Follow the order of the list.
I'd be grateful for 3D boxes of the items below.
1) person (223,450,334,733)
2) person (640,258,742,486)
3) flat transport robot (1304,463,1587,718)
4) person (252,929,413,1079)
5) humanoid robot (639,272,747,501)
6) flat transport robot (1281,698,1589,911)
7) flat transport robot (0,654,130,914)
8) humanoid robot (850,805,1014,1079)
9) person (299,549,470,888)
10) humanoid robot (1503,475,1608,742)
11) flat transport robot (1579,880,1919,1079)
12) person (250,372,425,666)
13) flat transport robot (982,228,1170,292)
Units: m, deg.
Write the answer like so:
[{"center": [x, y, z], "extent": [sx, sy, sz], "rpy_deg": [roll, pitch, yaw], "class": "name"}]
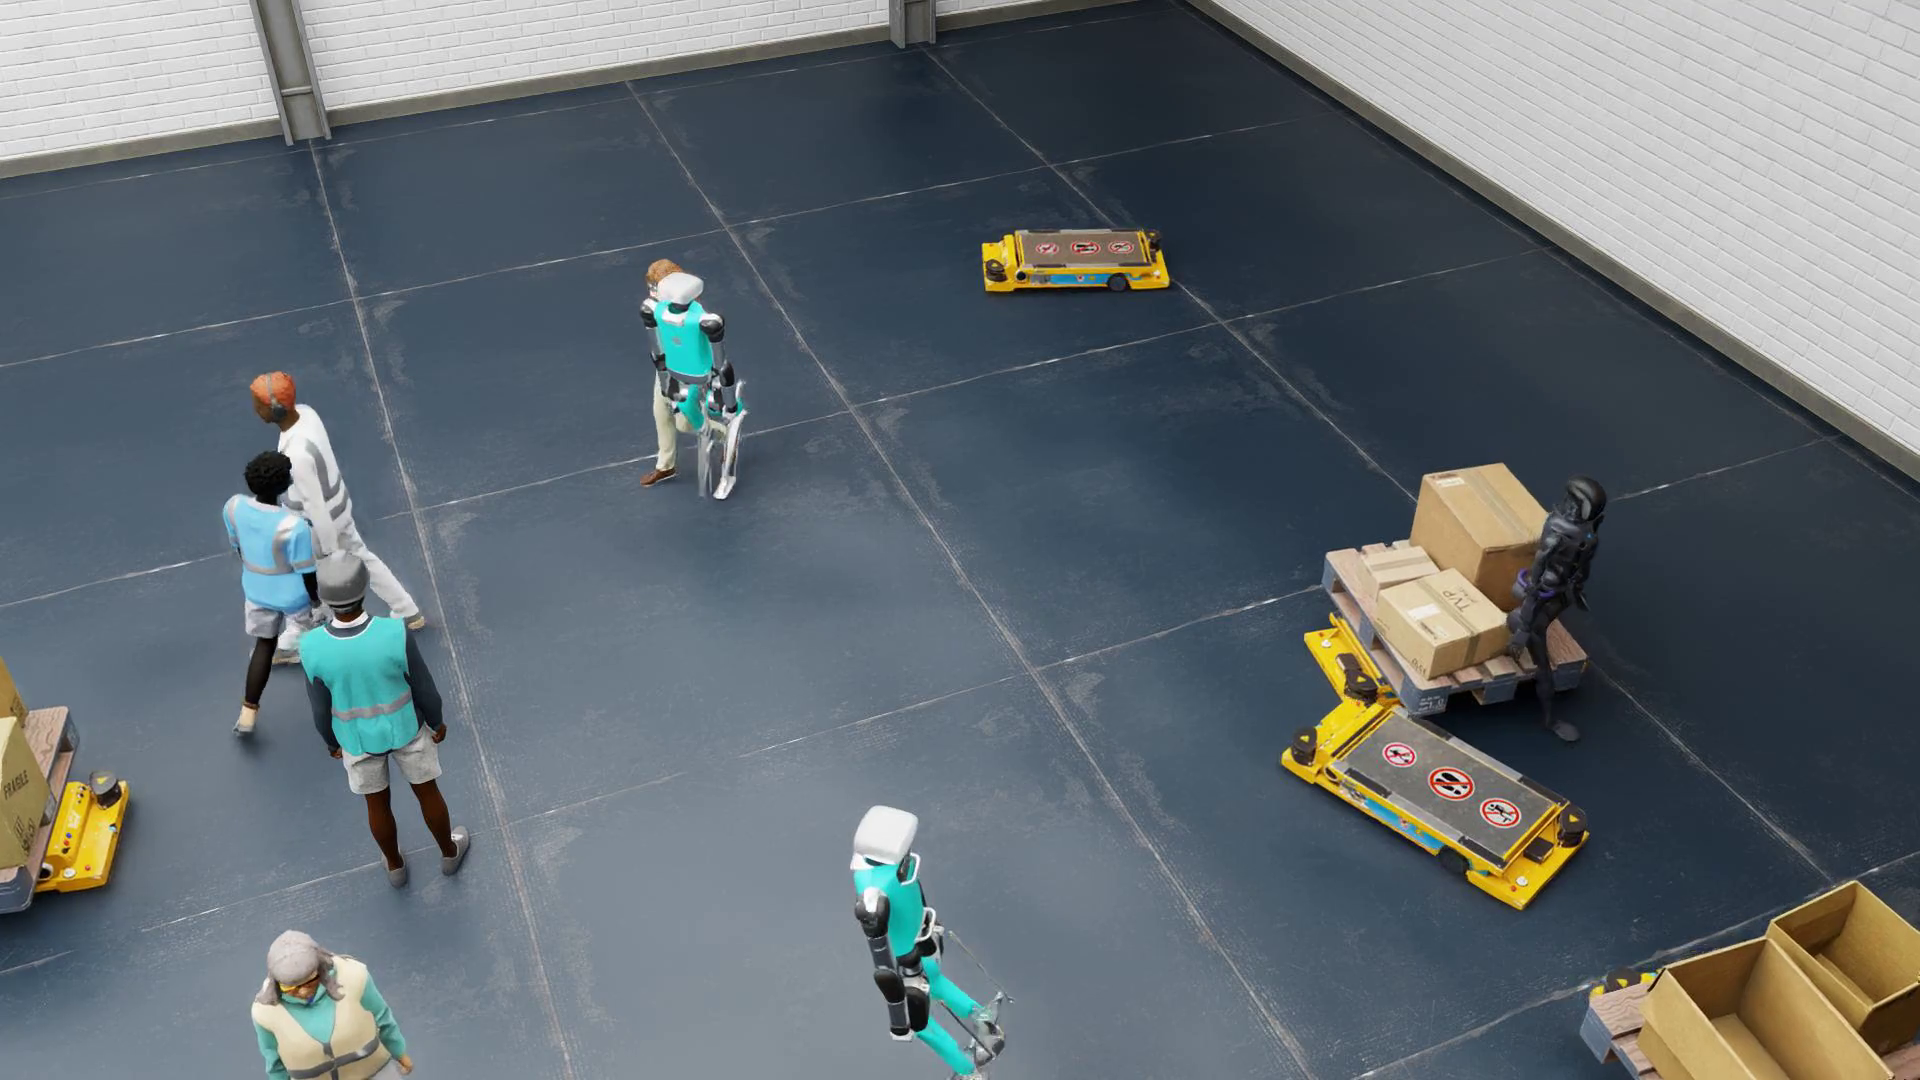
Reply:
[{"center": [-3.598, 0.316, 8.718], "extent": [0.550, 1.662, 0.685], "rpy_deg": [13, 39, 16], "class": "person"}, {"center": [-1.777, -1.078, 10.568], "extent": [0.640, 1.607, 0.514], "rpy_deg": [-25, 44, -29], "class": "person"}, {"center": [2.762, 0.610, 9.480], "extent": [1.431, 0.231, 0.659], "rpy_deg": [-9, 38, -11], "class": "flat transport robot"}, {"center": [-2.385, 2.051, 6.431], "extent": [0.479, 1.698, 0.384], "rpy_deg": [-19, 41, -23], "class": "person"}, {"center": [-1.545, -0.933, 10.315], "extent": [0.543, 1.808, 0.745], "rpy_deg": [13, 39, 16], "class": "humanoid robot"}, {"center": [2.440, 1.296, 8.586], "extent": [1.431, 0.231, 0.659], "rpy_deg": [31, 47, 34], "class": "flat transport robot"}, {"center": [-4.969, 1.534, 8.277], "extent": [1.431, 0.231, 0.659], "rpy_deg": [-7, 38, -9], "class": "flat transport robot"}, {"center": [-0.056, 1.804, 6.737], "extent": [0.701, 1.794, 0.538], "rpy_deg": [6, 38, 7], "class": "humanoid robot"}, {"center": [-2.698, 0.871, 7.769], "extent": [0.565, 1.938, 0.428], "rpy_deg": [-9, 39, -12], "class": "person"}, {"center": [3.105, 0.316, 8.743], "extent": [0.589, 1.626, 0.721], "rpy_deg": [-30, 46, -33], "class": "humanoid robot"}, {"center": [3.416, 2.404, 7.144], "extent": [0.659, 0.231, 1.431], "rpy_deg": [-11, 39, -14], "class": "flat transport robot"}, {"center": [-3.577, -0.127, 9.152], "extent": [0.953, 1.832, 0.580], "rpy_deg": [-6, 38, -8], "class": "person"}, {"center": [0.905, -2.208, 13.147], "extent": [1.431, 0.231, 0.659], "rpy_deg": [-1, 38, -1], "class": "flat transport robot"}]
